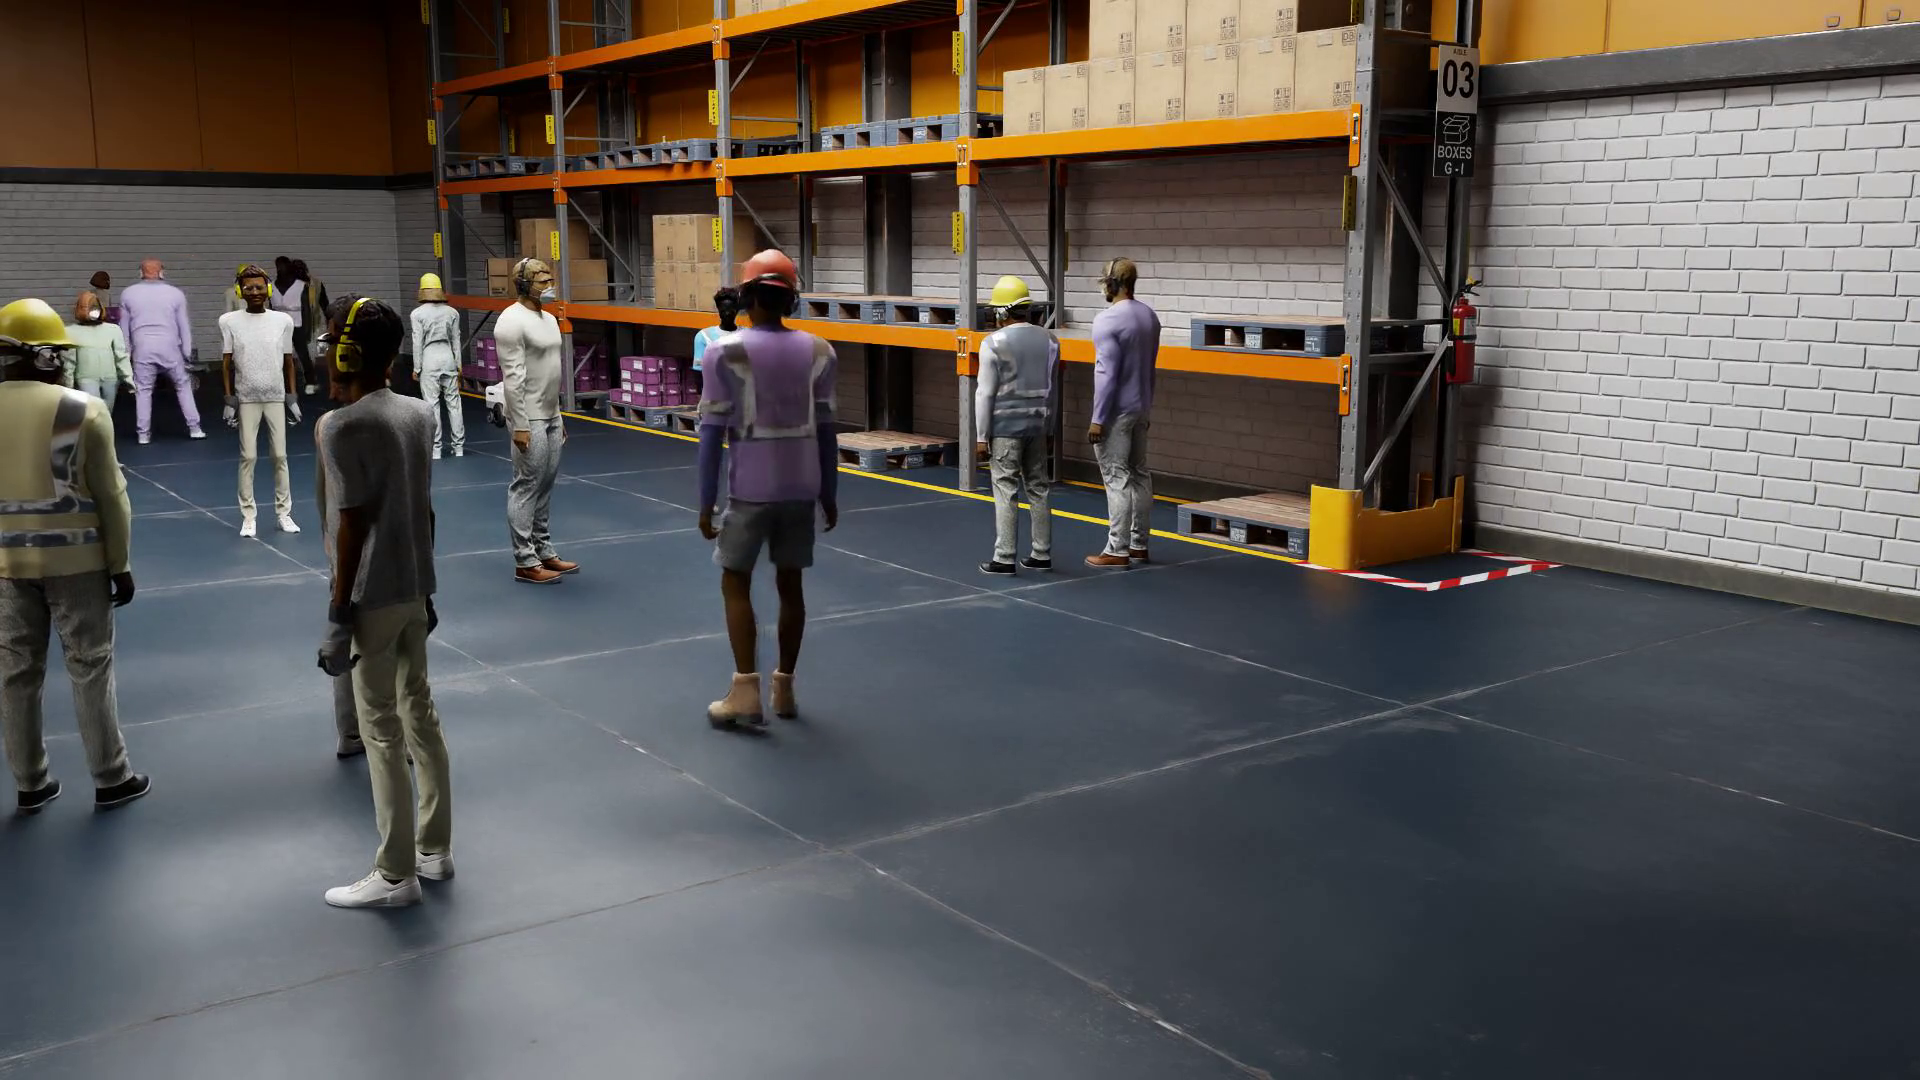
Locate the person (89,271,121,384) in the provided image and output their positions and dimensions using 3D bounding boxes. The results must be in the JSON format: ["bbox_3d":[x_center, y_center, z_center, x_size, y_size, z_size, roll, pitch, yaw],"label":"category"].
[{"bbox_3d":[-12.288,-3.036,23.868,0.510,1.623,0.295,7,12,35],"label":"person"}]

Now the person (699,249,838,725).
[{"bbox_3d":[-0.803,-0.228,7.097,0.642,2.005,0.586,-5,11,-28],"label":"person"}]

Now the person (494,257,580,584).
[{"bbox_3d":[-2.538,-0.713,9.972,0.372,1.940,0.631,1,10,8],"label":"person"}]

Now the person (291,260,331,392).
[{"bbox_3d":[-8.922,-2.925,22.747,0.725,1.789,0.790,-8,13,-38],"label":"person"}]

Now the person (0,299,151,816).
[{"bbox_3d":[-3.229,0.071,5.892,0.591,1.828,0.404,-1,10,-4],"label":"person"}]

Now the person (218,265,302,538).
[{"bbox_3d":[-4.846,-0.958,11.535,0.509,1.872,0.328,-6,12,-32],"label":"person"}]

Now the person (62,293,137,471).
[{"bbox_3d":[-7.508,-1.353,14.545,0.833,1.586,0.506,8,13,39],"label":"person"}]

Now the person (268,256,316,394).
[{"bbox_3d":[-8.821,-2.811,21.963,0.605,1.876,1.017,0,10,1],"label":"person"}]

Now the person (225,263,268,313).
[{"bbox_3d":[-9.663,-2.865,22.552,0.558,1.743,0.638,-6,12,-28],"label":"person"}]

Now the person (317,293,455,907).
[{"bbox_3d":[-1.779,0.191,5.086,0.328,1.876,0.514,2,10,13],"label":"person"}]

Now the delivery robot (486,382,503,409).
[{"bbox_3d":[-5.025,-1.600,18.553,0.477,0.478,0.707,-7,12,-34],"label":"delivery robot"}]

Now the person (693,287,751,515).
[{"bbox_3d":[-1.730,-1.038,12.458,0.540,1.698,0.317,-6,12,-28],"label":"person"}]

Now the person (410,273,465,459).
[{"bbox_3d":[-4.951,-1.641,15.719,0.492,1.740,0.325,-10,14,-43],"label":"person"}]

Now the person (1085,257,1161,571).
[{"bbox_3d":[1.006,-0.779,10.341,0.354,1.936,0.636,8,13,36],"label":"person"}]

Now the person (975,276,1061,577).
[{"bbox_3d":[0.337,-0.685,10.145,0.591,1.826,0.404,-7,12,-34],"label":"person"}]

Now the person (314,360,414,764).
[{"bbox_3d":[-2.293,0.064,6.459,0.523,1.636,0.308,7,13,36],"label":"person"}]

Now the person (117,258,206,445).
[{"bbox_3d":[-8.145,-1.908,16.851,0.673,1.880,0.437,-4,11,-21],"label":"person"}]
